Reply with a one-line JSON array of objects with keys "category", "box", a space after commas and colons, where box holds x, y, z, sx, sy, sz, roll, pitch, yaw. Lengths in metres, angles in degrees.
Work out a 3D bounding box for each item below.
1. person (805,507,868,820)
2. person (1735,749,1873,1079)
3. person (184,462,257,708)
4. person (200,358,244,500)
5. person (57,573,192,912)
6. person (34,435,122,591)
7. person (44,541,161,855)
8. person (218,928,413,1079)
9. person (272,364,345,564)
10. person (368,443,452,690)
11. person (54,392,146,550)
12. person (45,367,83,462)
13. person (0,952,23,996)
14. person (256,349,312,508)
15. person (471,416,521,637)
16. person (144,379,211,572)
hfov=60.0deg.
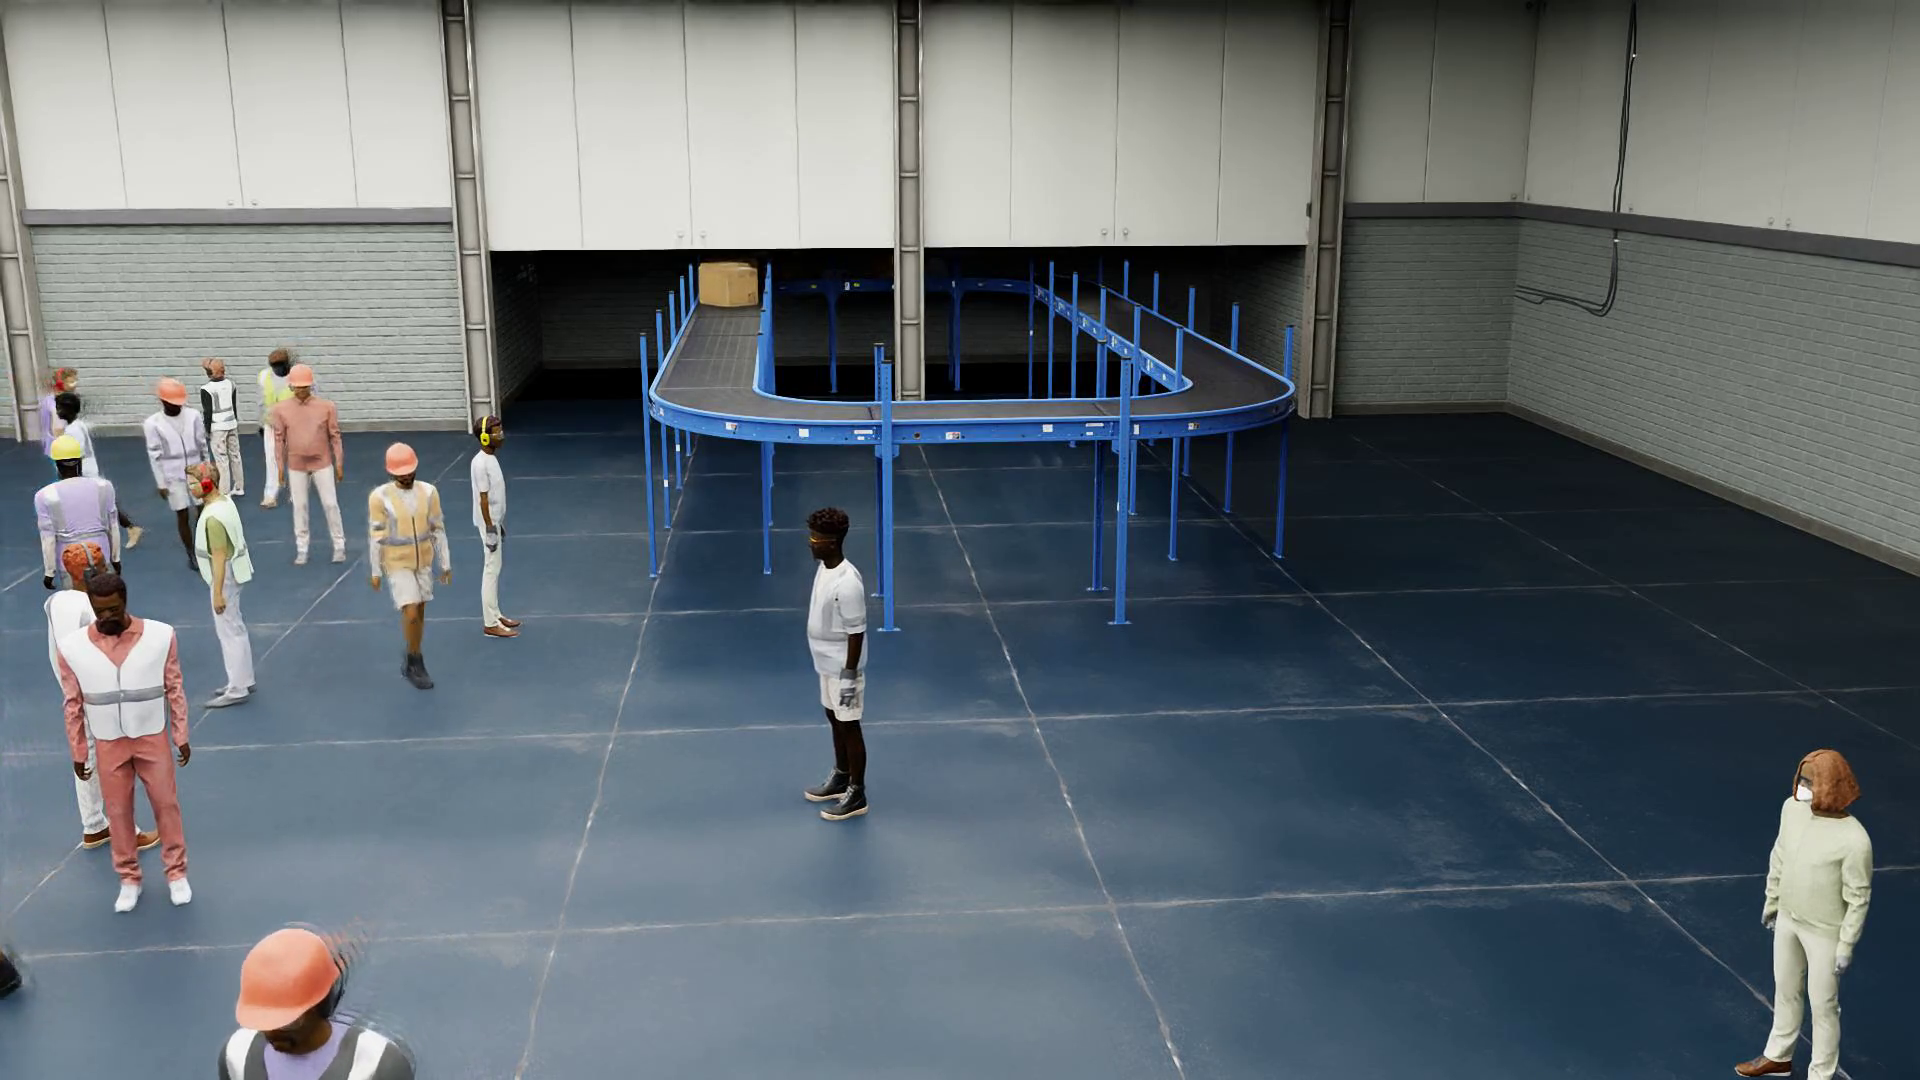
[{"category": "person", "box": [-0.758, 0.753, 10.292, 0.369, 1.965, 0.609, -5, 15, -19]}, {"category": "person", "box": [3.699, 1.684, 7.241, 0.270, 1.632, 0.504, -4, 14, -14]}, {"category": "person", "box": [-5.441, 0.318, 12.306, 0.399, 1.837, 0.561, -5, 15, -18]}, {"category": "person", "box": [-8.449, -1.264, 19.028, 0.308, 1.641, 0.511, 4, 15, 16]}, {"category": "person", "box": [-4.538, 1.088, 9.084, 0.600, 1.907, 0.411, -6, 15, -23]}, {"category": "person", "box": [-6.751, 0.150, 12.780, 0.371, 1.928, 0.585, 11, 18, 38]}, {"category": "person", "box": [-5.052, 0.928, 9.761, 0.586, 1.882, 0.342, 7, 16, 27]}, {"category": "person", "box": [-1.900, 2.045, 5.060, 0.619, 2.004, 0.941, 3, 14, 13]}, {"category": "person", "box": [-6.344, -0.737, 16.228, 0.622, 1.985, 0.415, -3, 14, -13]}, {"category": "person", "box": [-4.123, 0.200, 12.625, 0.579, 1.902, 0.701, -13, 19, -43]}, {"category": "person", "box": [-8.684, -0.665, 16.607, 0.843, 1.666, 0.528, -8, 16, -29]}, {"category": "person", "box": [-9.134, -0.876, 17.097, 0.456, 1.820, 0.584, -4, 15, -16]}, {"category": "person", "box": [-4.976, 1.455, 7.734, 0.620, 1.852, 1.029, 7, 16, 27]}, {"category": "person", "box": [-7.605, -1.241, 18.647, 0.685, 1.784, 0.900, 0, 14, 0]}, {"category": "person", "box": [-3.913, -0.120, 13.979, 0.329, 1.873, 0.512, -2, 14, -9]}, {"category": "person", "box": [-7.404, -0.606, 15.866, 0.587, 1.895, 0.489, -13, 19, -43]}]
